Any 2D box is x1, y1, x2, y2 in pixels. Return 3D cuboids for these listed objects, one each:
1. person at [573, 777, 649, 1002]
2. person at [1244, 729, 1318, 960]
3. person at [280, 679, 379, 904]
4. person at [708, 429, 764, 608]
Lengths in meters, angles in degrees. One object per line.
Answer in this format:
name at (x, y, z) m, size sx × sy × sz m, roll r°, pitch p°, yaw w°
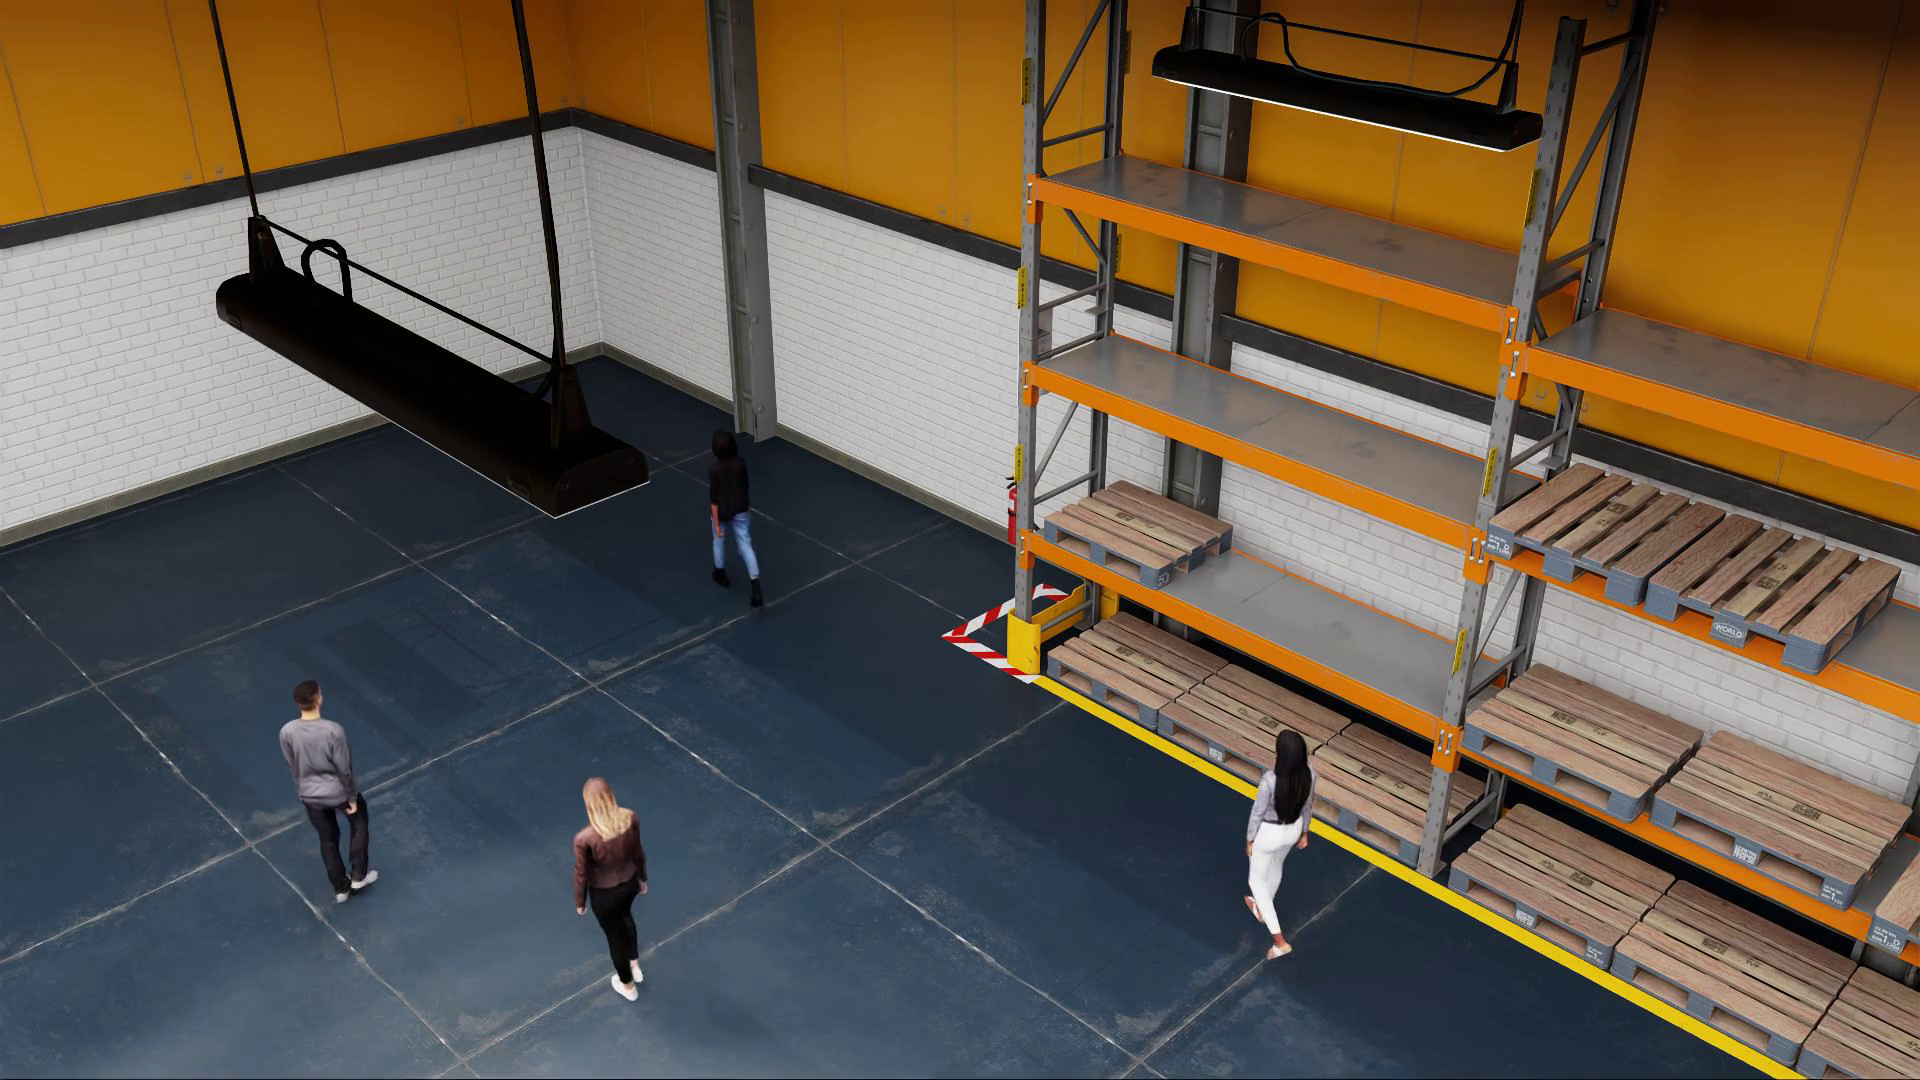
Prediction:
person at (-2.139, 2.250, 10.499) m, size 0.613 × 1.697 × 0.537 m, roll -25°, pitch 37°, yaw -37°
person at (2.113, 2.001, 10.948) m, size 0.889 × 1.705 × 1.107 m, roll -10°, pitch 30°, yaw -17°
person at (-4.329, 1.764, 11.332) m, size 0.735 × 1.751 × 0.783 m, roll -3°, pitch 29°, yaw -5°
person at (-2.018, -0.173, 14.979) m, size 0.808 × 1.659 × 1.189 m, roll -14°, pitch 31°, yaw -24°
